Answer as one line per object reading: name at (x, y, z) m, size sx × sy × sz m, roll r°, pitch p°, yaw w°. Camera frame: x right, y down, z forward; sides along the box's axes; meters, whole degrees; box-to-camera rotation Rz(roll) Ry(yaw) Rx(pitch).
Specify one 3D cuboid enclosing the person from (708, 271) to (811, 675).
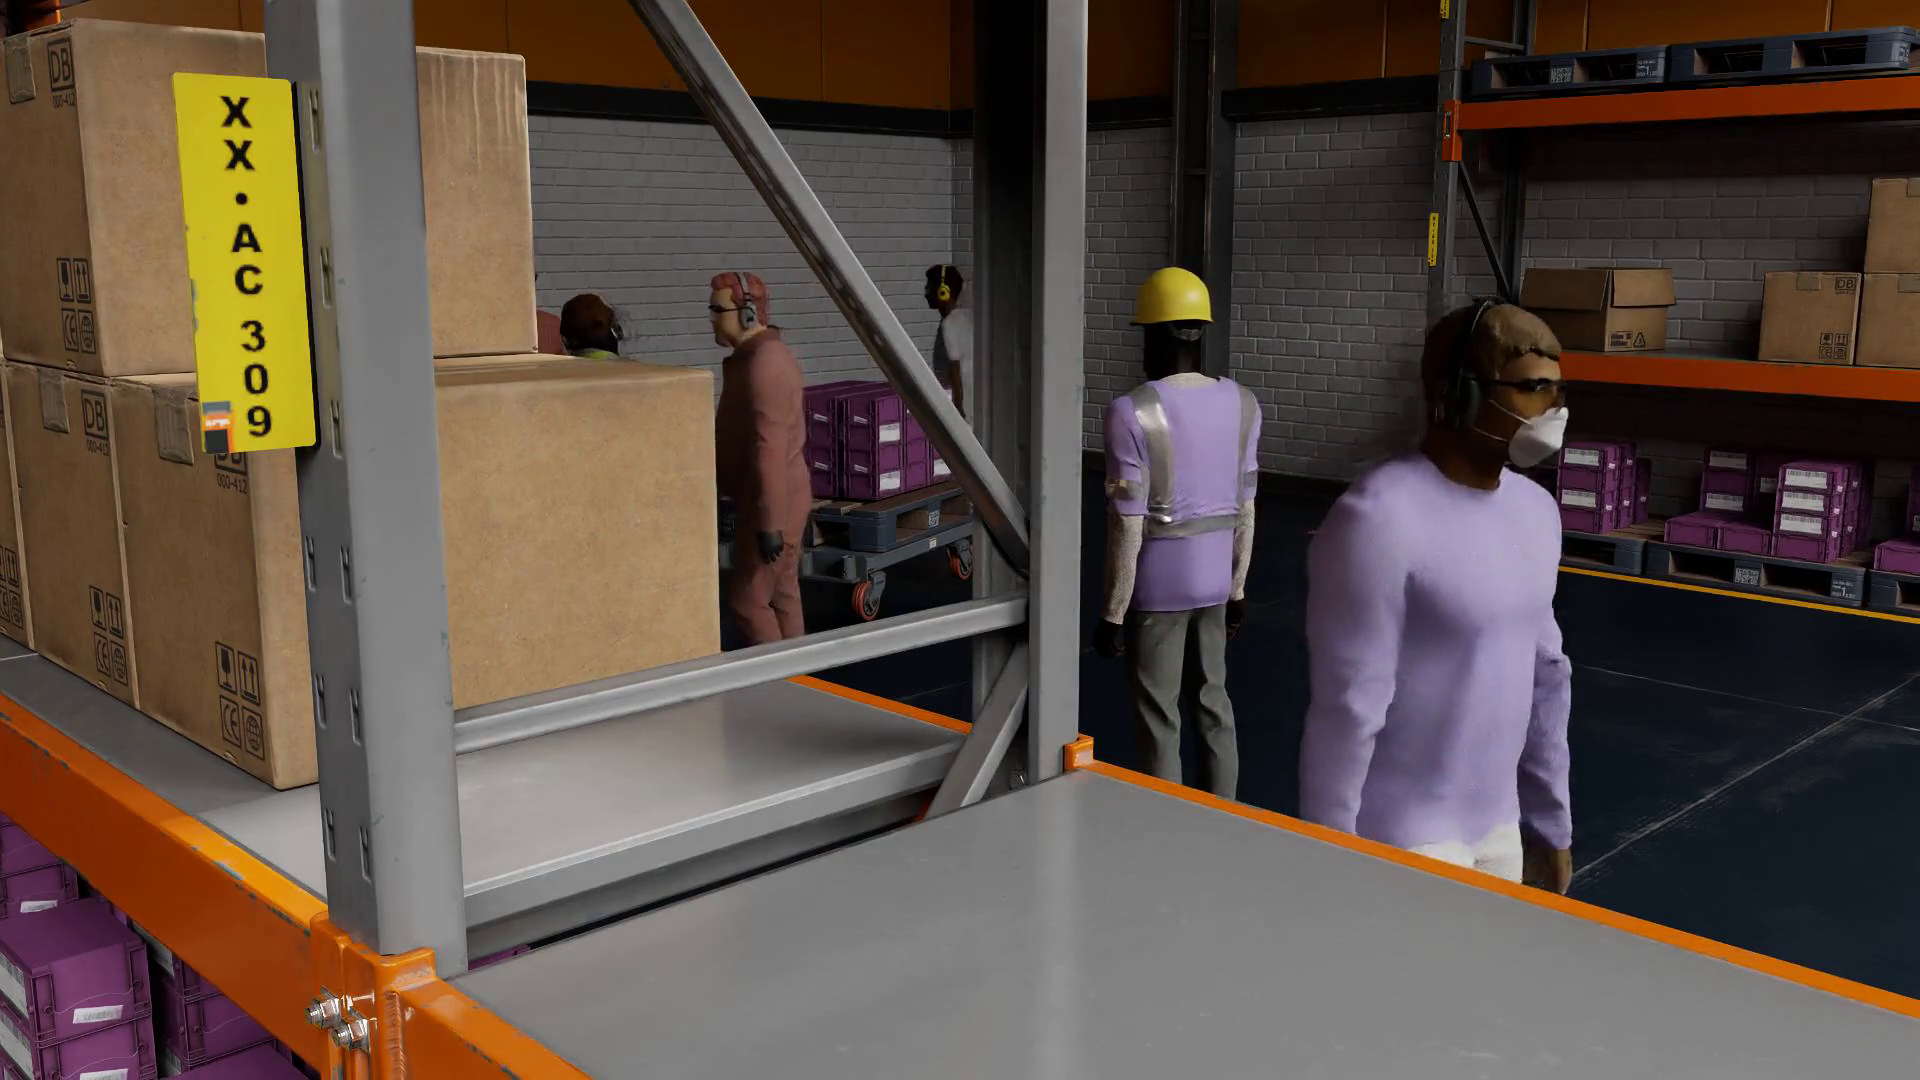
person at (-0.808, -0.135, 6.747) m, size 0.405 × 1.889 × 0.692 m, roll -1°, pitch 10°, yaw -4°

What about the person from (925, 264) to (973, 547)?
person at (-0.149, -0.803, 10.472) m, size 0.932 × 1.828 × 0.563 m, roll 3°, pitch 11°, yaw 14°

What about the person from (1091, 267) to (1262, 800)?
person at (0.643, 0.140, 5.092) m, size 0.594 × 1.924 × 0.382 m, roll -7°, pitch 13°, yaw -35°

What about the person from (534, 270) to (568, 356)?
person at (-2.214, -0.489, 8.329) m, size 0.375 × 1.997 × 0.612 m, roll 8°, pitch 13°, yaw 38°

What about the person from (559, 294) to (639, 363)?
person at (-1.290, -0.011, 6.272) m, size 0.738 × 1.810 × 0.432 m, roll 9°, pitch 14°, yaw 40°

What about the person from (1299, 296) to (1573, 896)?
person at (0.889, 0.541, 2.936) m, size 0.648 × 1.916 × 0.545 m, roll -10°, pitch 14°, yaw -43°
